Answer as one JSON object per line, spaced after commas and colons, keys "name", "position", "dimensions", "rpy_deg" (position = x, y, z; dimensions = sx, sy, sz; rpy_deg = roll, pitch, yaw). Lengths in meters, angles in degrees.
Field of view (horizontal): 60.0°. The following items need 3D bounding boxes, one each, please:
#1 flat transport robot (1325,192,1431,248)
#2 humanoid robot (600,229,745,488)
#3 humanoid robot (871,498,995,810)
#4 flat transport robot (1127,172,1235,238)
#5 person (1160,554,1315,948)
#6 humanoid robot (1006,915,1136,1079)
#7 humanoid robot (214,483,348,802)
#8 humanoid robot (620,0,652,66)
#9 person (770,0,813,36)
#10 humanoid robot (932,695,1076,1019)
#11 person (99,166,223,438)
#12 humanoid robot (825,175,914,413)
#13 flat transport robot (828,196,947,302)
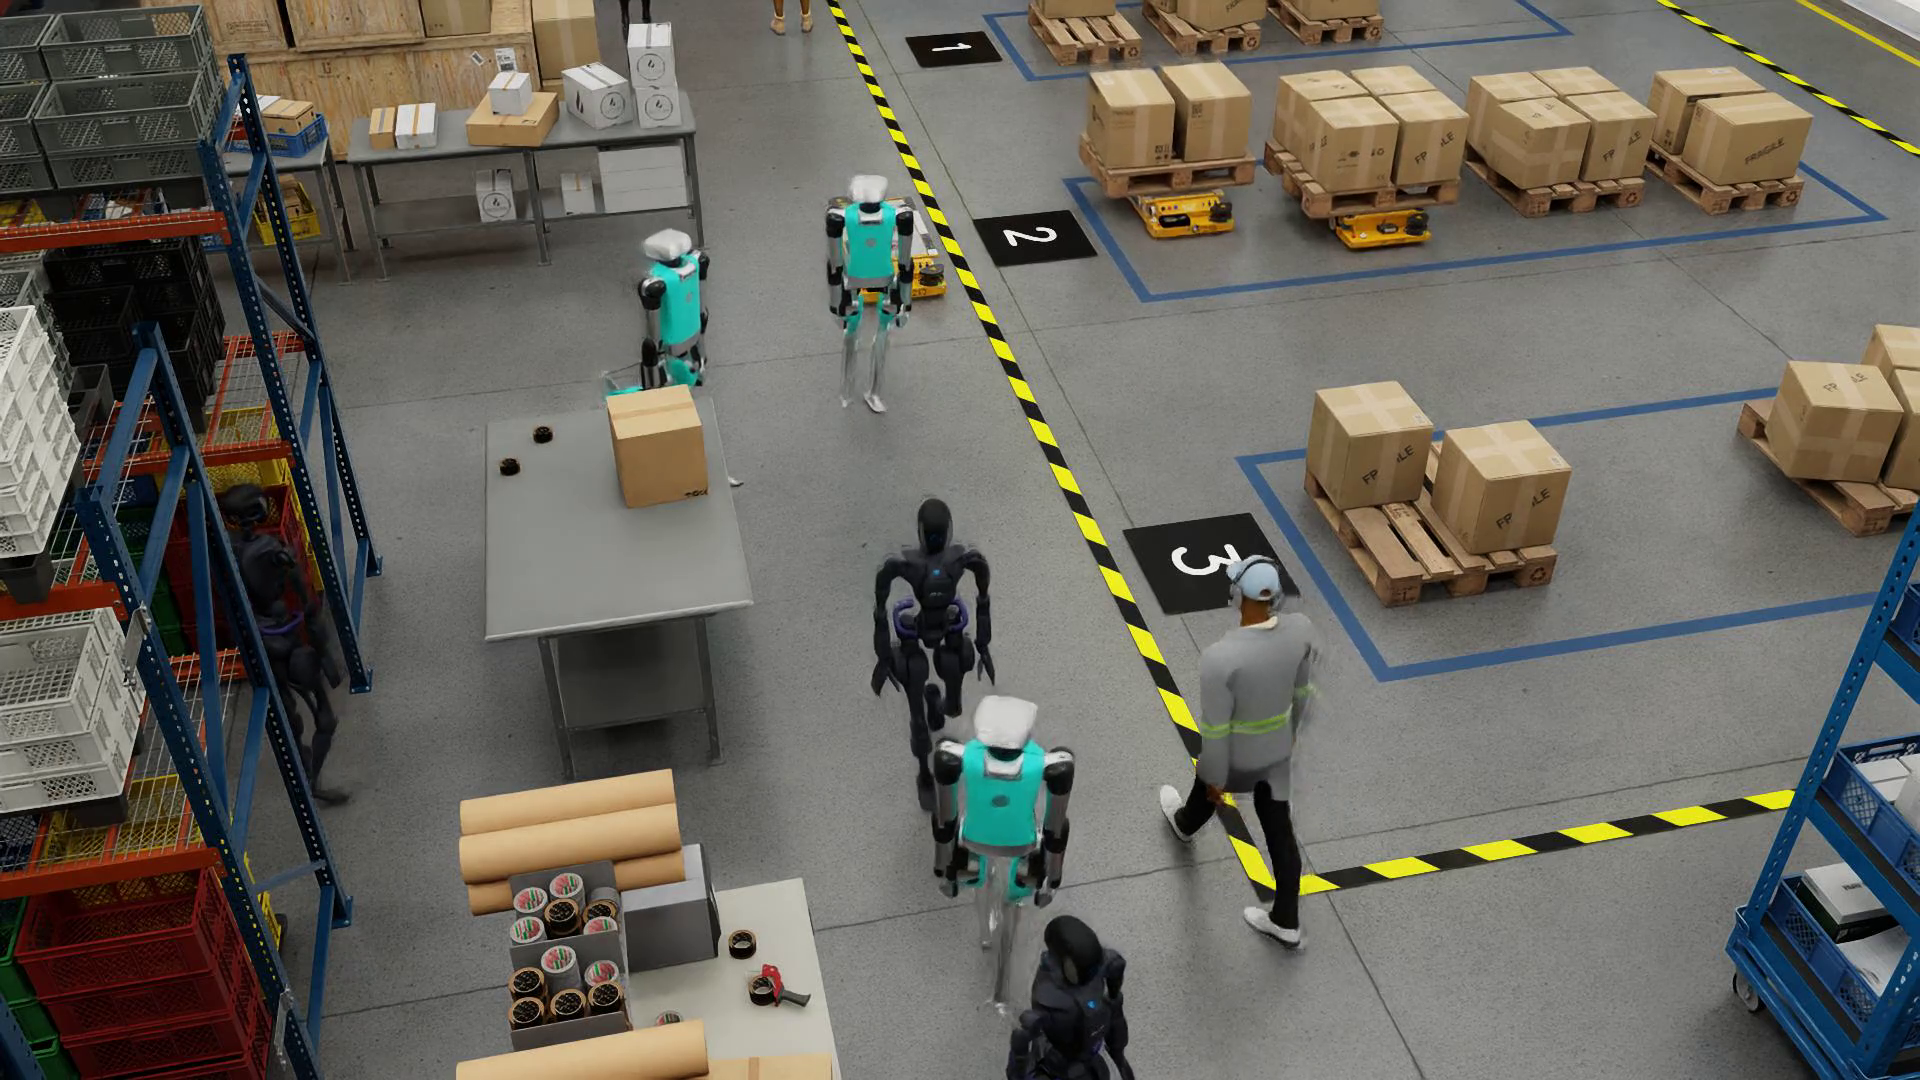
{"name": "flat transport robot", "position": [3.134, -2.740, 13.213], "dimensions": [0.652, 0.197, 1.431], "rpy_deg": [-8, 37, -10]}
{"name": "humanoid robot", "position": [-1.752, -1.016, 9.680], "dimensions": [0.969, 1.734, 0.545], "rpy_deg": [19, 41, 23]}
{"name": "humanoid robot", "position": [-0.151, 0.450, 7.785], "dimensions": [0.588, 1.635, 0.687], "rpy_deg": [-8, 37, -10]}
{"name": "flat transport robot", "position": [1.657, -2.849, 13.360], "dimensions": [0.652, 0.197, 1.431], "rpy_deg": [-8, 37, -10]}
{"name": "person", "position": [1.246, 0.859, 7.128], "dimensions": [0.594, 1.778, 1.039], "rpy_deg": [-16, 40, -20]}
{"name": "humanoid robot", "position": [0.371, 1.908, 5.812], "dimensions": [0.328, 1.659, 0.589], "rpy_deg": [31, 46, 35]}
{"name": "humanoid robot", "position": [-3.197, 0.506, 7.698], "dimensions": [0.608, 1.647, 0.467], "rpy_deg": [15, 39, 20]}
{"name": "humanoid robot", "position": [-3.011, -5.198, 15.360], "dimensions": [0.609, 1.637, 0.468], "rpy_deg": [-5, 37, -7]}
{"name": "person", "position": [-1.701, -5.897, 16.000], "dimensions": [0.604, 2.037, 0.390], "rpy_deg": [-7, 37, -9]}
{"name": "humanoid robot", "position": [0.187, 1.174, 6.788], "dimensions": [0.556, 1.805, 0.816], "rpy_deg": [4, 37, 5]}
{"name": "person", "position": [-4.945, -1.474, 10.227], "dimensions": [0.507, 1.837, 0.334], "rpy_deg": [26, 44, 31]}
{"name": "humanoid robot", "position": [-0.564, -1.544, 10.424], "dimensions": [0.534, 1.792, 0.810], "rpy_deg": [-3, 37, -4]}
{"name": "flat transport robot", "position": [-0.570, -2.220, 12.538], "dimensions": [0.659, 0.231, 1.431], "rpy_deg": [-8, 37, -10]}
